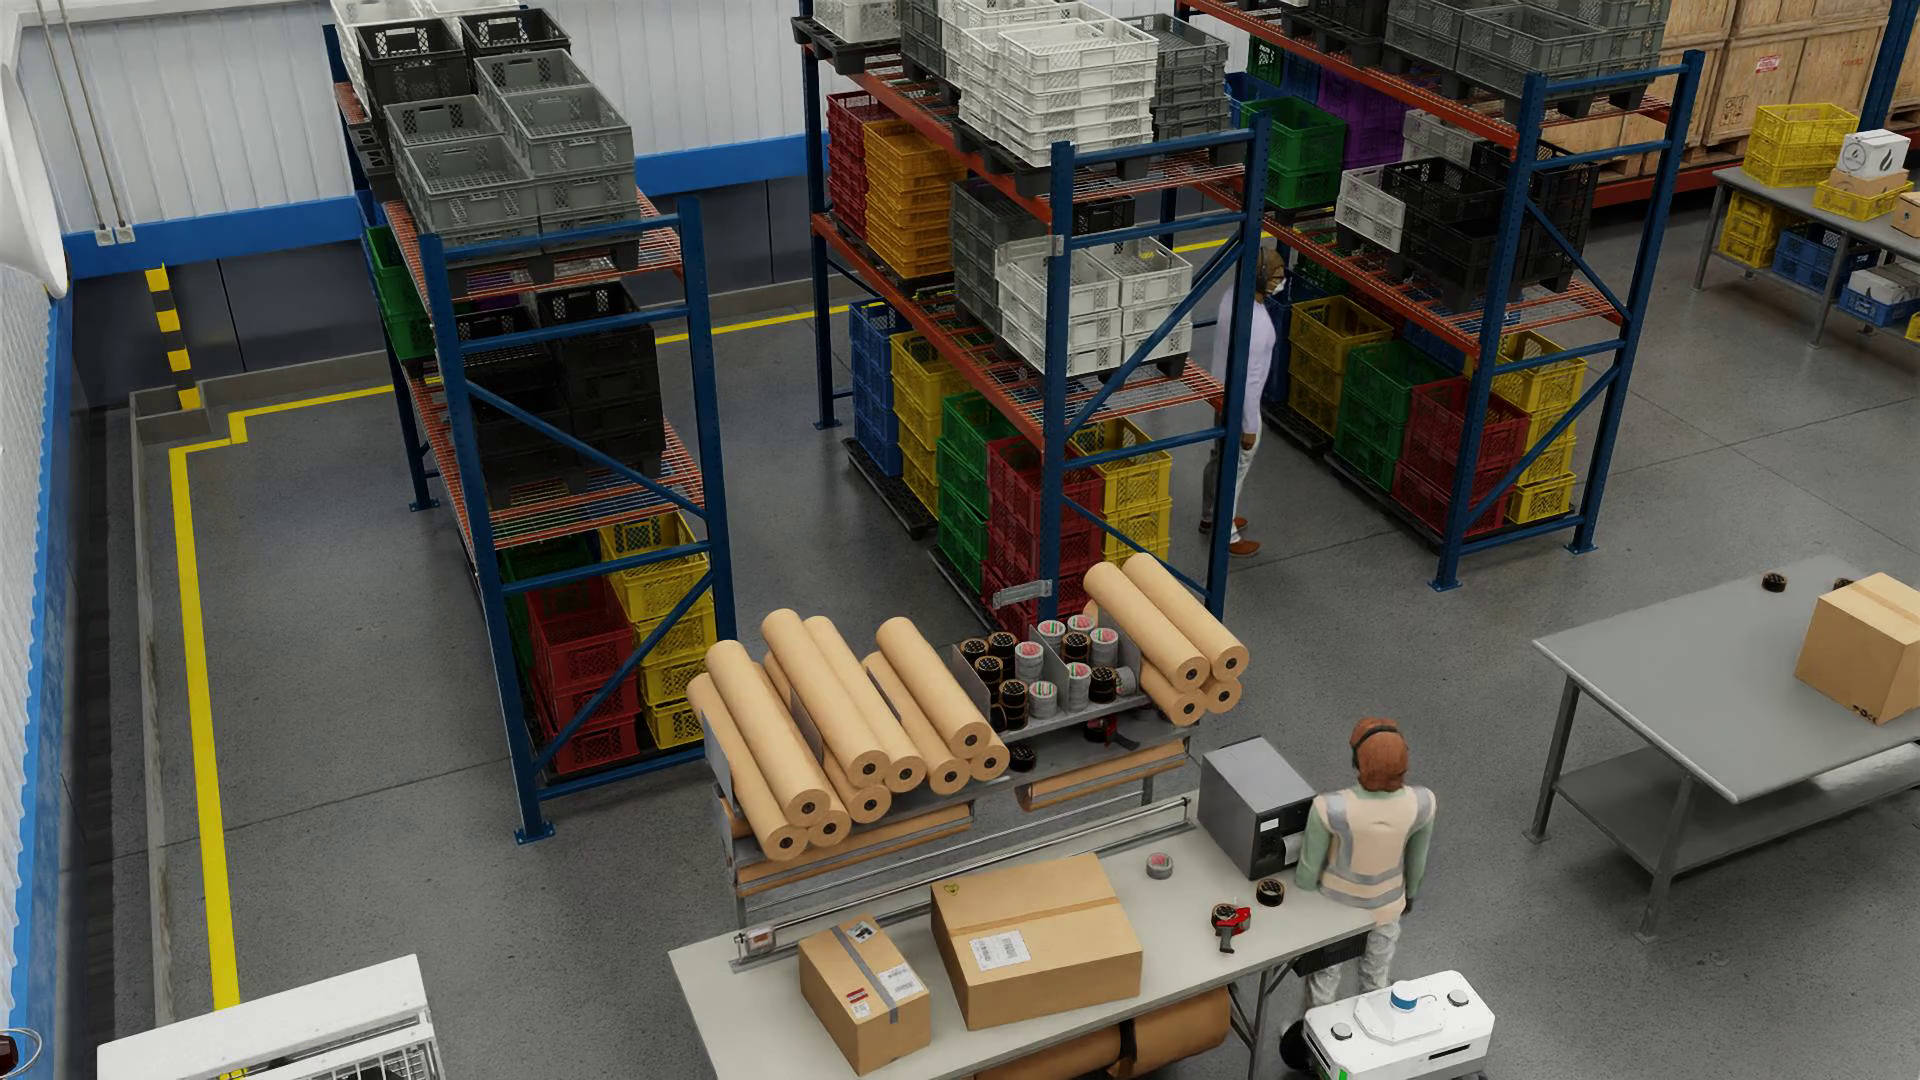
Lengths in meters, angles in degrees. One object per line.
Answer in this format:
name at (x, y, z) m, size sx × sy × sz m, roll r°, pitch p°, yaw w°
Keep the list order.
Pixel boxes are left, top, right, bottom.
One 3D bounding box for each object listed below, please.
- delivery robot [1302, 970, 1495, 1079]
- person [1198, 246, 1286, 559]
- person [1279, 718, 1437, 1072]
delivery robot at (1.702, 1.921, 6.470) m, size 0.707 × 0.478 × 0.477 m, roll -10°, pitch 33°, yaw -16°
person at (1.626, -0.793, 9.663) m, size 0.378 × 1.935 × 0.635 m, roll -2°, pitch 32°, yaw -3°
person at (1.526, 1.395, 6.392) m, size 0.523 × 1.631 × 0.315 m, roll -5°, pitch 32°, yaw -8°
